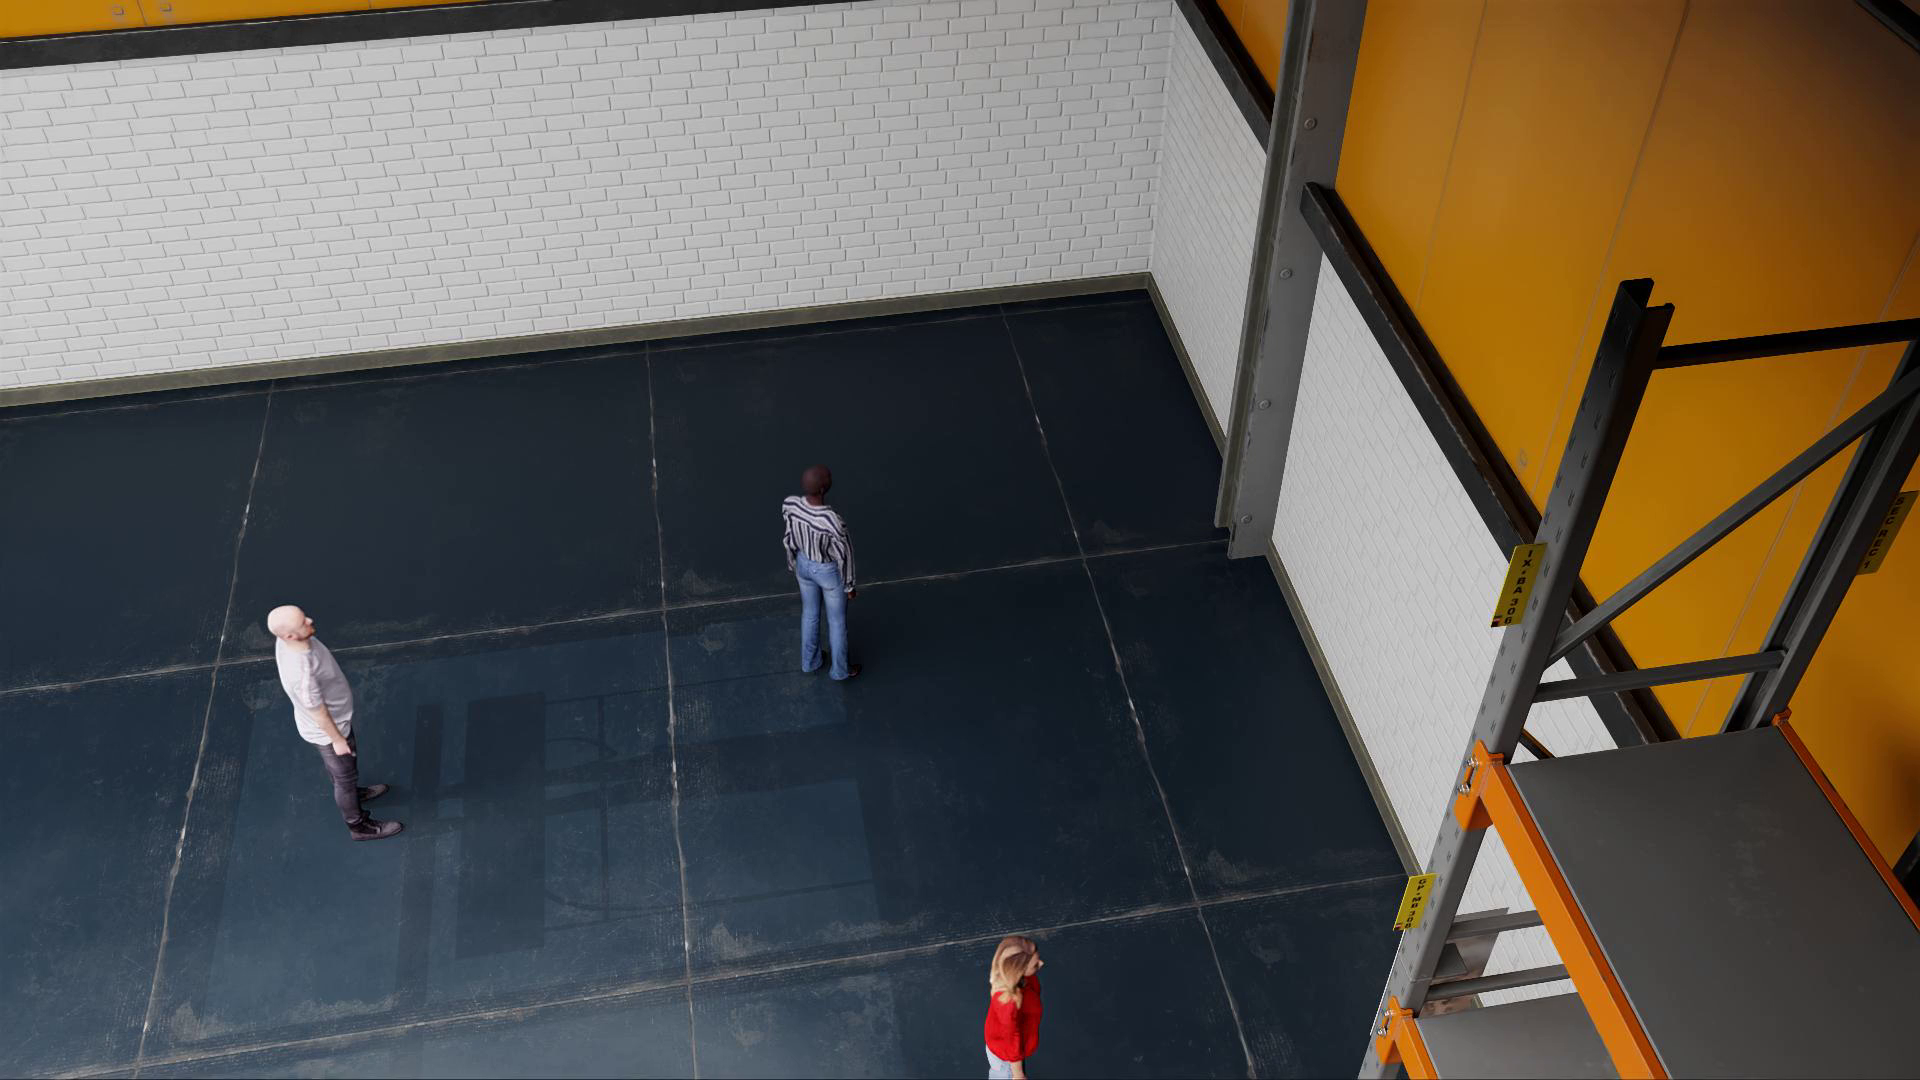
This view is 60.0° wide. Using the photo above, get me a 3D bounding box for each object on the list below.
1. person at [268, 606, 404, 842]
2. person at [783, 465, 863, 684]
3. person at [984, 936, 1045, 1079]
[{"bbox_3d":[-3.695,1.046,9.686,0.780,1.832,0.619,-18,46,-18],"label":"person"},{"bbox_3d":[-0.878,0.225,10.576,0.716,1.794,0.755,22,48,21],"label":"person"},{"bbox_3d":[0.250,2.483,8.270,0.709,1.705,0.504,0,44,0],"label":"person"}]
